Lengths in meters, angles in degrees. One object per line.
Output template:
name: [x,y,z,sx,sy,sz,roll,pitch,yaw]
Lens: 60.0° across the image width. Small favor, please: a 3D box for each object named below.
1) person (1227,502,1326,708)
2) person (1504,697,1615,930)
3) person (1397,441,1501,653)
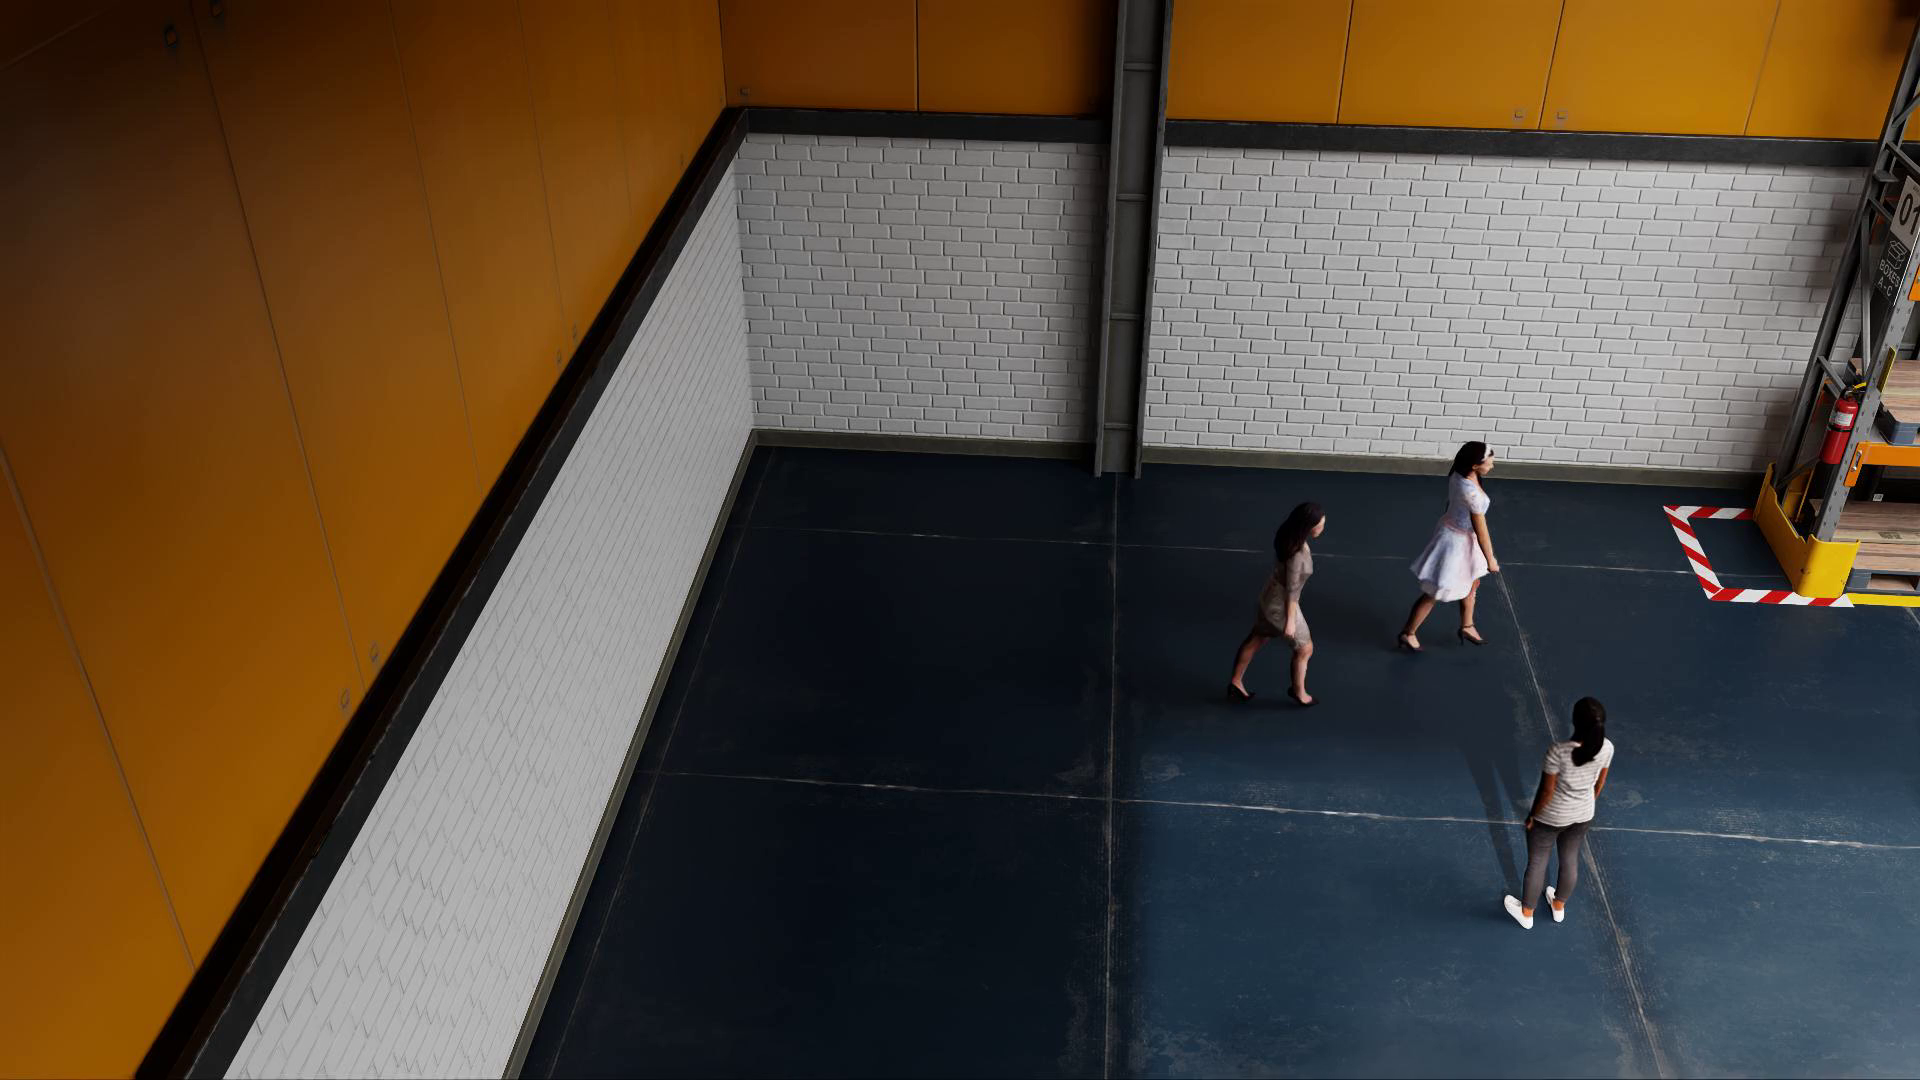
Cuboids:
person: [2.089,0.487,11.100,0.912,1.699,0.739,-5,34,-7]
person: [3.459,1.561,9.532,0.558,1.647,0.686,-7,34,-10]
person: [3.340,0.108,11.596,0.930,1.781,0.642,1,34,2]
